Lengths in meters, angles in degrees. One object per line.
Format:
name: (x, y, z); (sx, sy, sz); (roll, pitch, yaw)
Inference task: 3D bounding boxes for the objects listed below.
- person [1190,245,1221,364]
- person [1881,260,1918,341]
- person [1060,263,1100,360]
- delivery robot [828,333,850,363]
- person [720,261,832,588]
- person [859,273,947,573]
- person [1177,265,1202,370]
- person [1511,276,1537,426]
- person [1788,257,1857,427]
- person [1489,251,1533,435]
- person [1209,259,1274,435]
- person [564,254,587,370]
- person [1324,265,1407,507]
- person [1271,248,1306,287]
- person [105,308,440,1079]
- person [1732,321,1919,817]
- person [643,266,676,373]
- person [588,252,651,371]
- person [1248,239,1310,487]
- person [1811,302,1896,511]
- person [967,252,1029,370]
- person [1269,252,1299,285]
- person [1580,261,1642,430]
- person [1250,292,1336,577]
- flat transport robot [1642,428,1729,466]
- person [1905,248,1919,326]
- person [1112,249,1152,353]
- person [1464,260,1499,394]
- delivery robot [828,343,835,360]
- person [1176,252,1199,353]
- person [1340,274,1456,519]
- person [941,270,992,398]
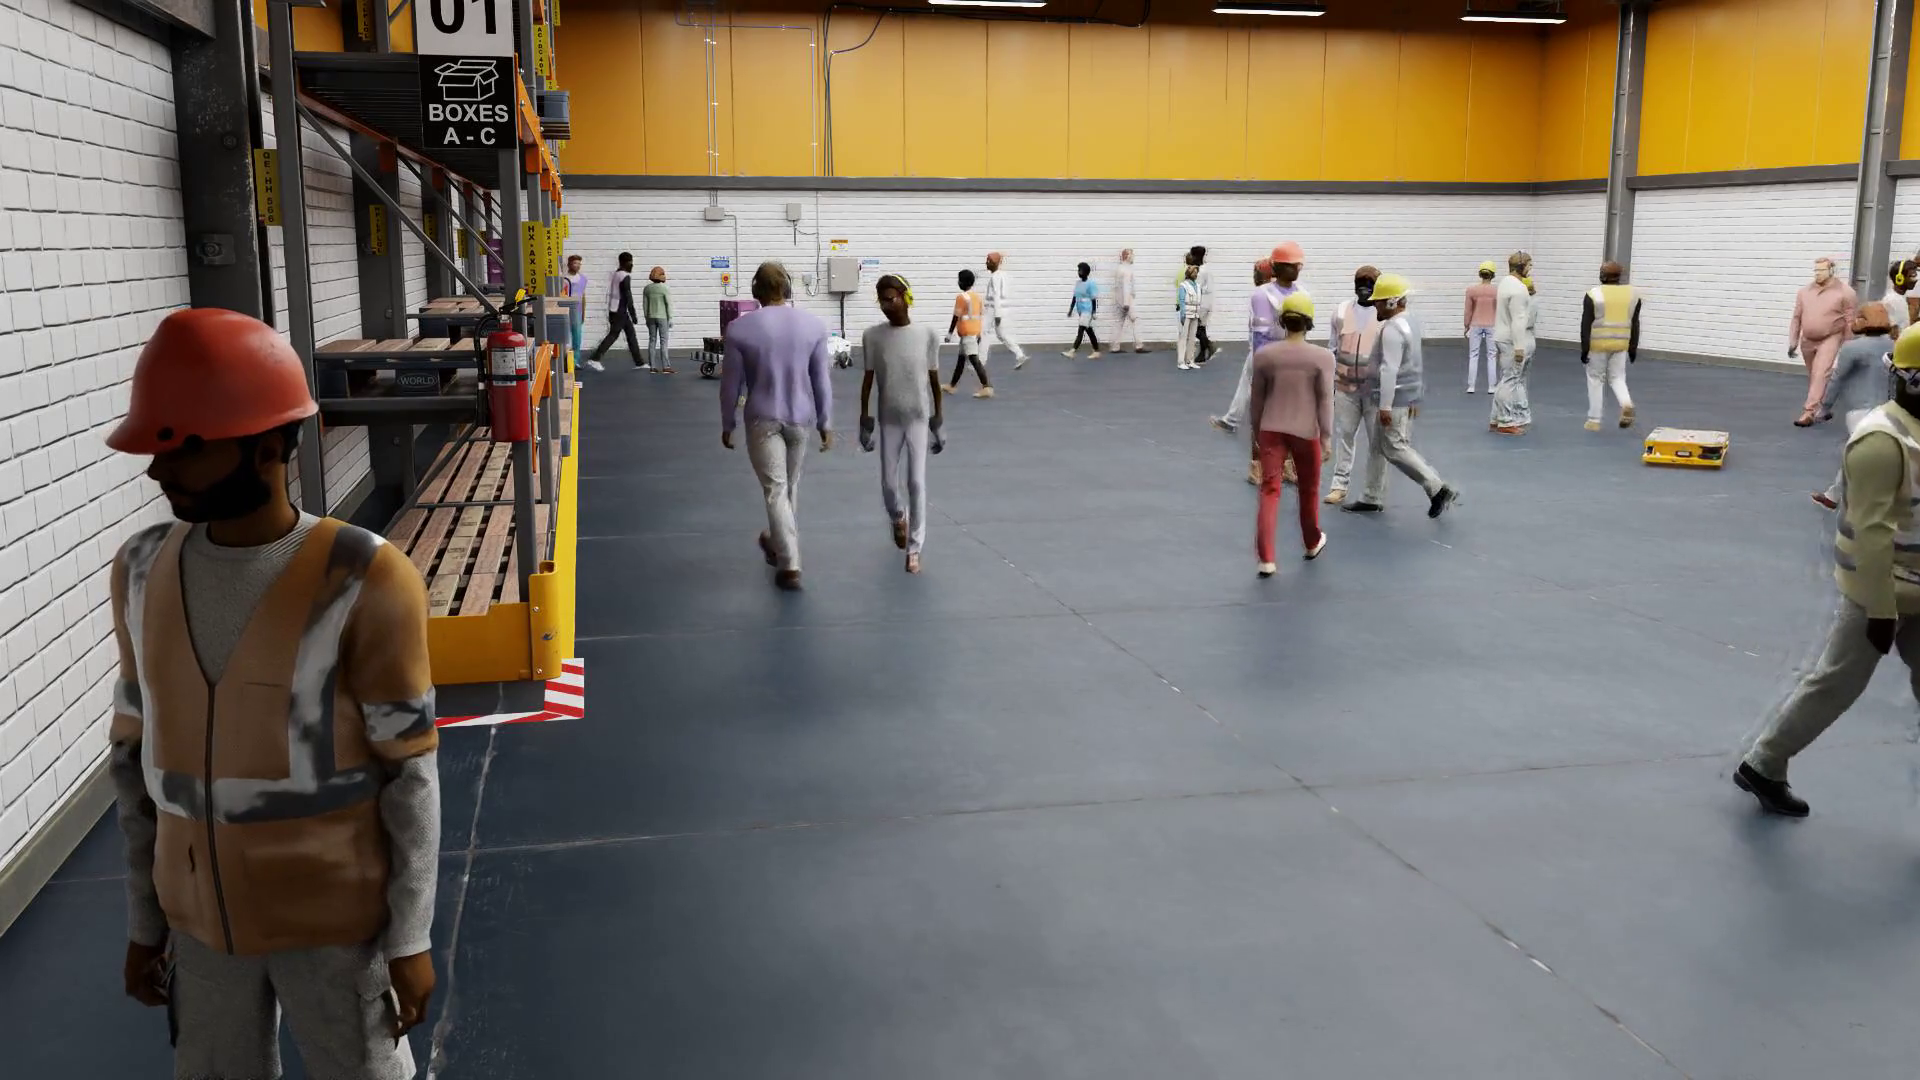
person: (3.962, -3.819, 27.096); (0.488, 1.952, 0.673); (4, 11, 20)
person: (8.686, -1.672, 15.483); (0.434, 1.856, 0.519); (7, 13, 36)
person: (2.056, -3.872, 28.246); (0.890, 1.643, 0.542); (-5, 11, -24)
delivery robot: (-2.001, -3.077, 26.615); (0.477, 0.478, 0.707); (2, 10, 11)
person: (-1.133, -0.704, 9.981); (0.642, 1.895, 0.993); (-4, 11, -23)
person: (-0.354, -0.748, 10.433); (0.548, 1.840, 0.739); (0, 10, 1)
person: (3.635, -3.518, 26.303); (0.513, 1.642, 0.313); (-10, 14, -44)
person: (6.207, -2.106, 18.359); (0.503, 1.697, 0.543); (9, 14, 42)
person: (9.506, -2.187, 18.382); (1.033, 1.852, 0.640); (-7, 12, -33)
person: (5.772, -2.050, 17.395); (0.376, 1.930, 0.639); (1, 10, 8)
person: (3.087, -1.971, 17.204); (0.989, 1.823, 0.605); (9, 14, 41)
person: (-6.163, -3.571, 26.135); (0.601, 1.814, 0.619); (-9, 14, -42)
person: (3.109, -1.177, 12.781); (0.624, 1.845, 0.430); (6, 12, 30)
person: (3.986, -2.587, 20.189); (0.440, 1.983, 0.639); (9, 14, 42)
person: (-1.114, 0.598, 2.693); (0.544, 1.933, 0.376); (2, 10, 10)
person: (3.133, 0.136, 5.648); (0.612, 1.796, 0.907); (-8, 13, -37)
person: (-4.621, -3.371, 25.508); (0.500, 1.634, 0.286); (5, 11, 24)
person: (-5.373, -3.580, 26.097); (1.054, 1.867, 0.592); (-5, 11, -26)
person: (2.670, -1.448, 13.727); (0.614, 2.042, 0.381); (-7, 12, -34)
person: (6.575, -0.941, 12.166); (0.517, 1.587, 0.845); (-3, 11, -17)
person: (0.608, -3.572, 26.014); (0.920, 1.854, 0.578); (2, 10, 8)
person: (3.543, -2.258, 18.505); (0.360, 1.936, 0.552); (-5, 11, -26)
person: (6.910, -2.048, 17.659); (0.635, 1.822, 0.622); (-1, 10, -3)
person: (2.057, -0.662, 10.277); (0.545, 1.716, 0.929); (4, 11, 23)
flat transport robot: (6.755, -0.873, 15.450); (0.652, 0.197, 1.431); (5, 11, 26)
person: (12.191, -2.782, 21.122); (0.864, 2.000, 0.694); (5, 12, 27)
person: (3.117, -4.292, 29.956); (0.829, 1.875, 0.650); (-3, 11, -15)
person: (6.964, -2.819, 22.087); (0.533, 1.767, 0.326); (4, 11, 22)
delivery robot: (-2.306, -2.942, 25.865); (0.707, 0.478, 0.477); (-5, 11, -26)
person: (4.214, -4.271, 29.979); (0.618, 1.820, 0.646); (-3, 11, -18)
person: (3.233, -1.040, 12.148); (0.805, 1.802, 0.610); (5, 11, 26)
person: (0.067, -2.661, 21.520); (0.862, 1.645, 0.539); (5, 11, 24)
